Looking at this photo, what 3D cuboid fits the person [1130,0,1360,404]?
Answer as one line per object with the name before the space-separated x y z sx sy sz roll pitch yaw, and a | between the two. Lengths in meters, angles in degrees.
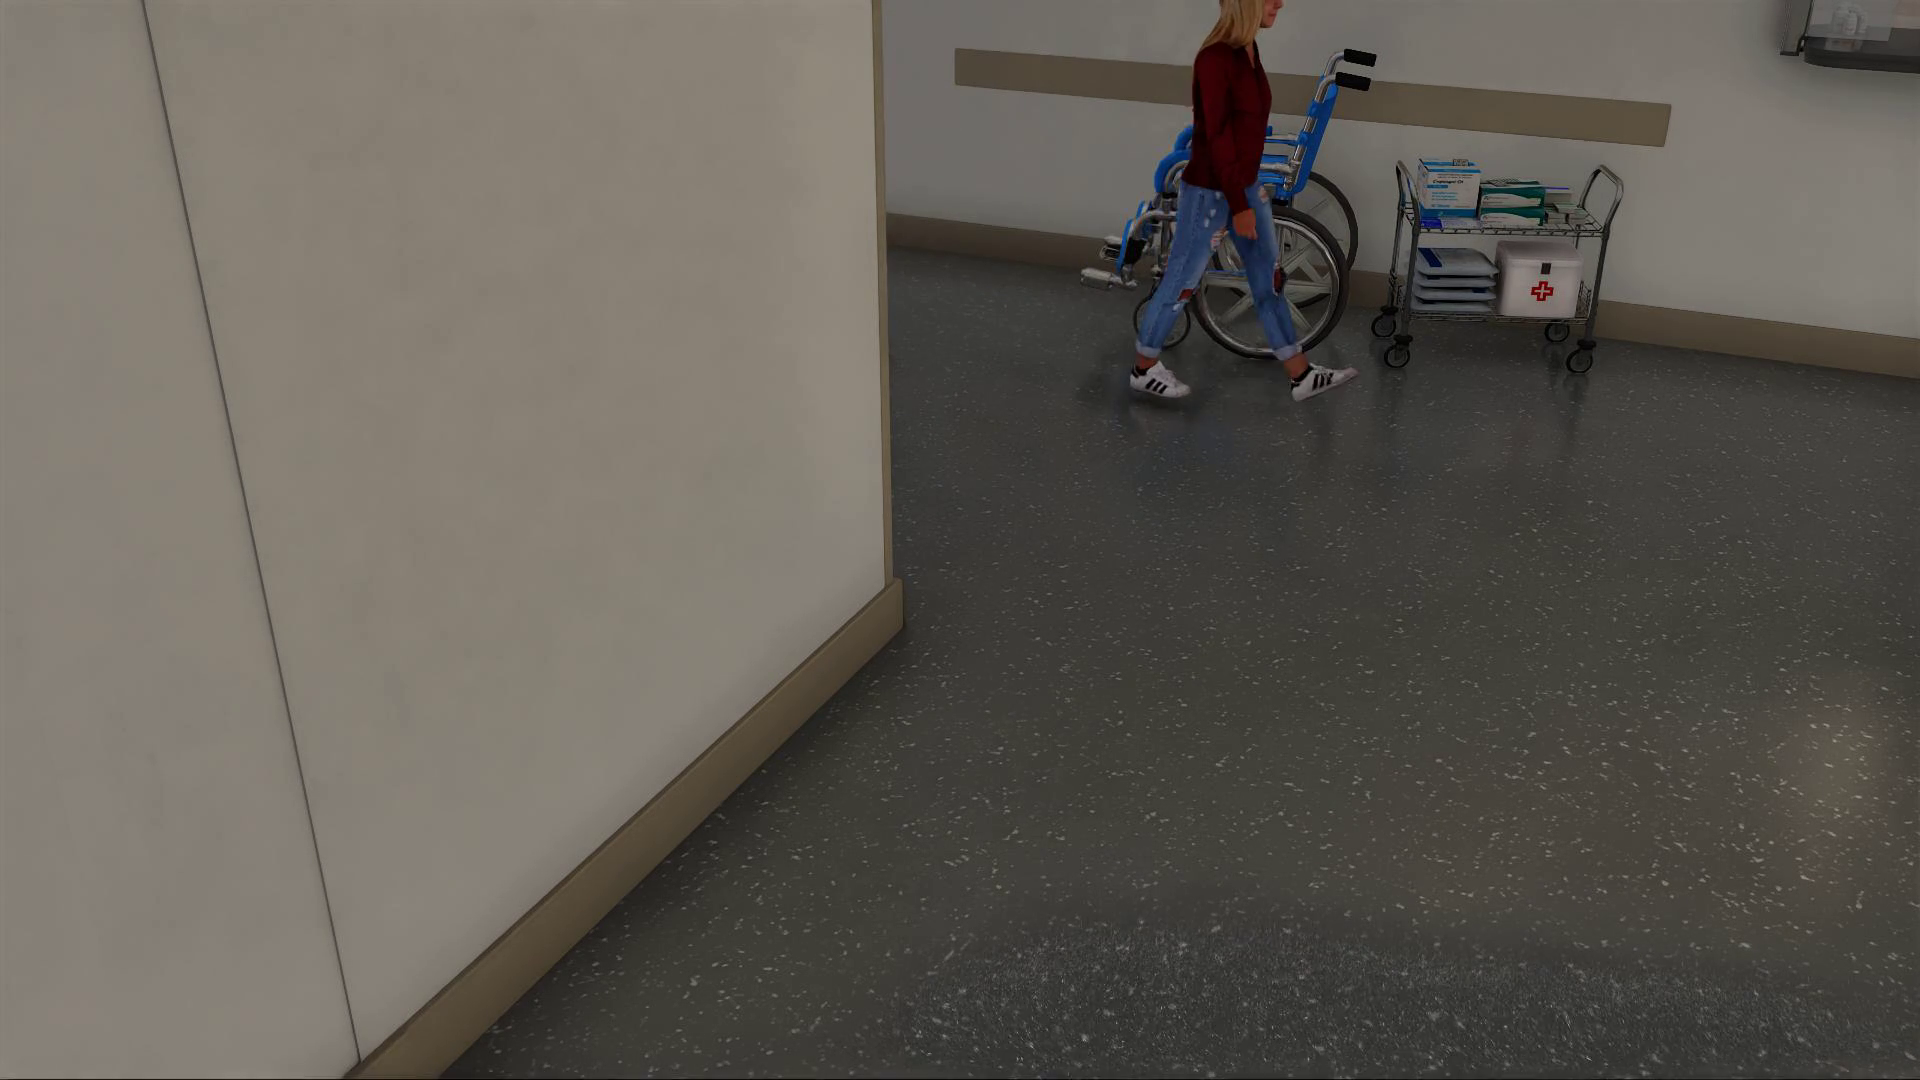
person | 0.870 -1.230 6.033 0.734 1.582 1.022 14 29 27
